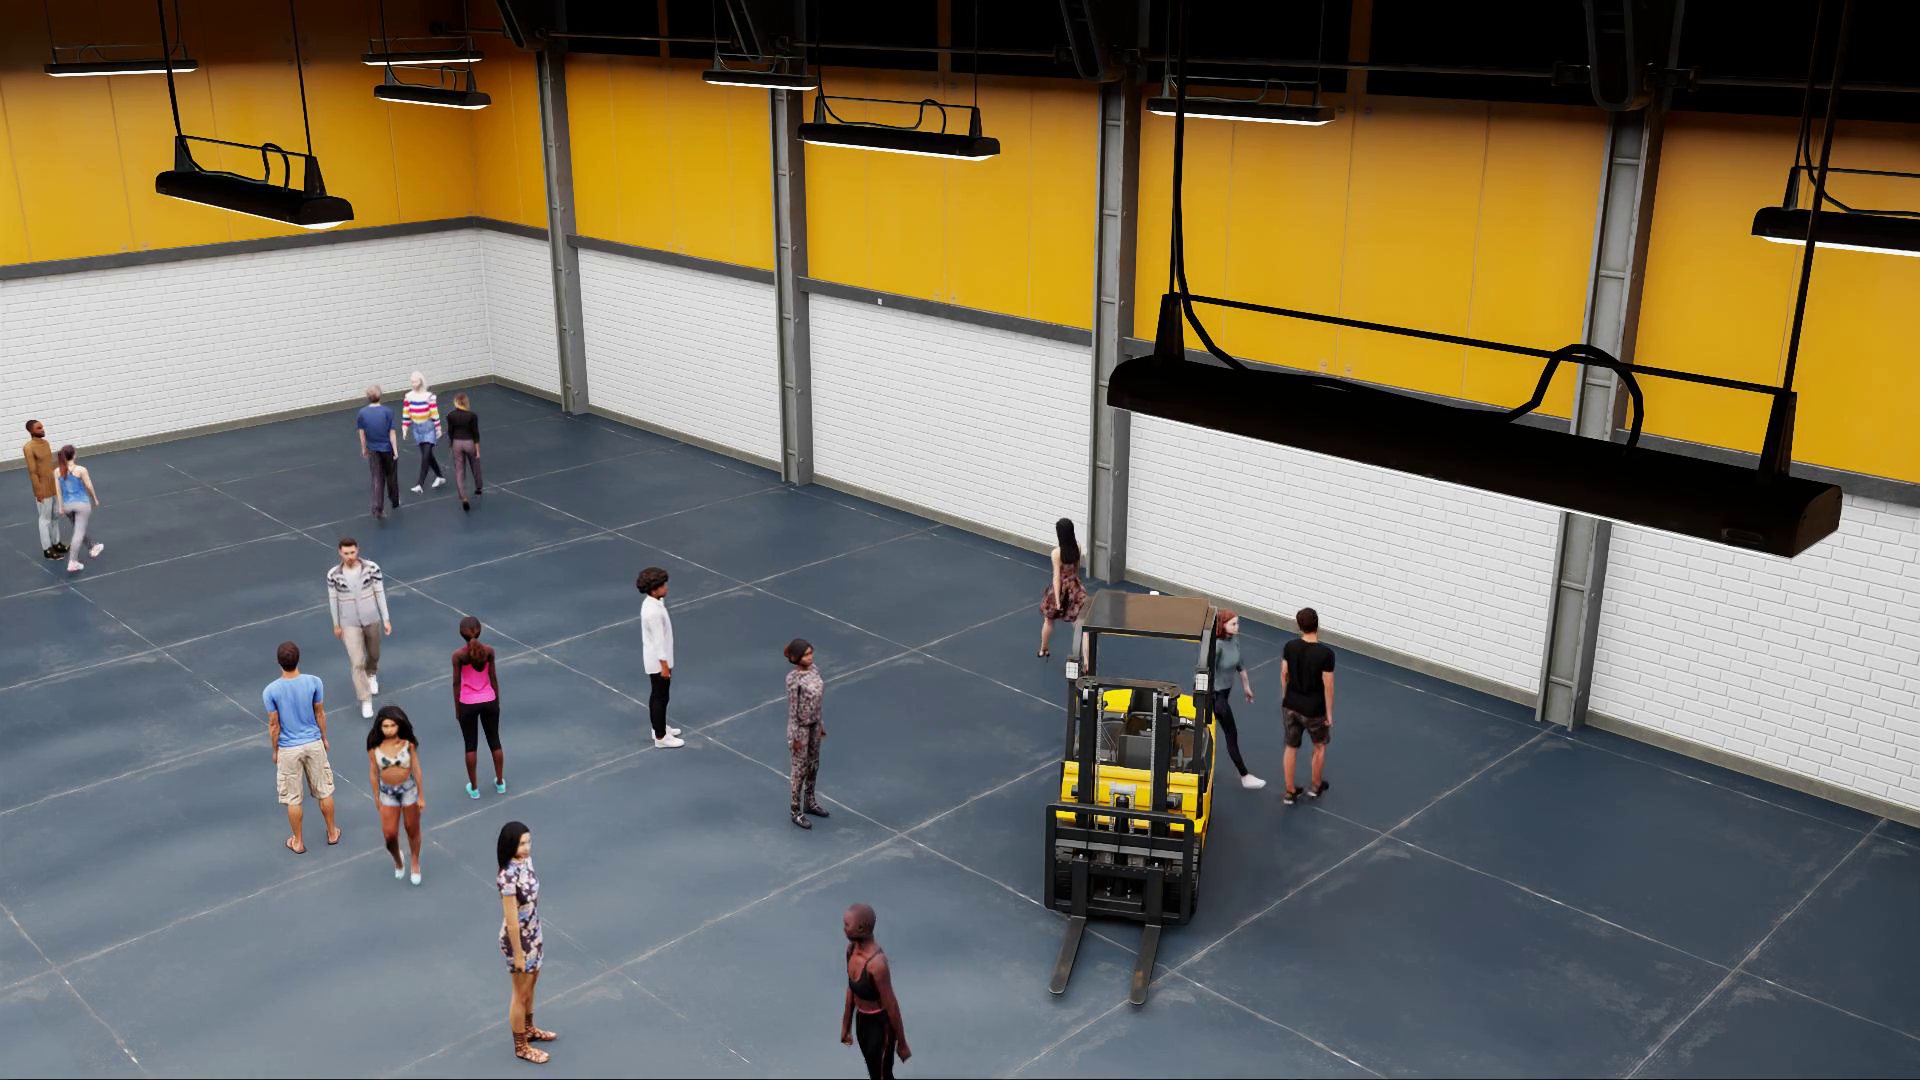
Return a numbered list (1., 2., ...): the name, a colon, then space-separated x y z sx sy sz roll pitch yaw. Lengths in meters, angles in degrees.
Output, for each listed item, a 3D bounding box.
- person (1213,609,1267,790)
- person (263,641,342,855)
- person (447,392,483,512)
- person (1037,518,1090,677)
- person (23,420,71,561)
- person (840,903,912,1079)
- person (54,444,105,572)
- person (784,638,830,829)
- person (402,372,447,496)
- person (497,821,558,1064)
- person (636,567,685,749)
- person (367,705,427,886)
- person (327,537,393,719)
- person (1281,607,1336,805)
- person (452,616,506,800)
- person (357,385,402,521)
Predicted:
1. person: 2.325 1.435 15.312 1.146 1.692 0.707 13 23 34
2. person: -5.598 1.746 14.120 0.686 1.864 0.624 -12 22 -31
3. person: -6.926 -1.202 23.228 0.964 1.637 1.090 -3 19 -8
4. person: 1.185 0.655 17.575 0.775 1.726 1.223 -12 22 -32
5. person: -11.746 -0.664 21.351 0.767 1.816 0.712 0 19 1
6. person: -0.451 3.065 10.414 0.812 1.728 0.656 -17 25 -40
7. person: -11.110 -0.370 20.869 1.066 1.567 1.071 1 19 4
8. person: -1.364 1.670 14.582 0.626 1.714 0.621 12 22 31
9. person: -7.714 -1.557 24.099 1.157 1.755 1.079 5 19 15
10. person: -3.002 2.732 11.397 0.713 1.732 0.664 1 19 3
11. person: -2.915 1.119 16.065 0.783 1.810 0.678 -5 19 -14
12. person: -4.561 2.062 13.575 0.687 1.612 0.735 -5 19 -15
13. person: -6.117 0.800 16.964 0.939 1.842 1.263 -9 21 -26
14. person: 3.028 1.515 14.845 0.791 1.838 0.843 13 22 33
15. person: -4.363 1.505 15.060 0.618 1.721 0.635 -9 21 -25
16. person: -7.970 -1.159 22.812 1.120 1.822 1.296 -3 19 -10
